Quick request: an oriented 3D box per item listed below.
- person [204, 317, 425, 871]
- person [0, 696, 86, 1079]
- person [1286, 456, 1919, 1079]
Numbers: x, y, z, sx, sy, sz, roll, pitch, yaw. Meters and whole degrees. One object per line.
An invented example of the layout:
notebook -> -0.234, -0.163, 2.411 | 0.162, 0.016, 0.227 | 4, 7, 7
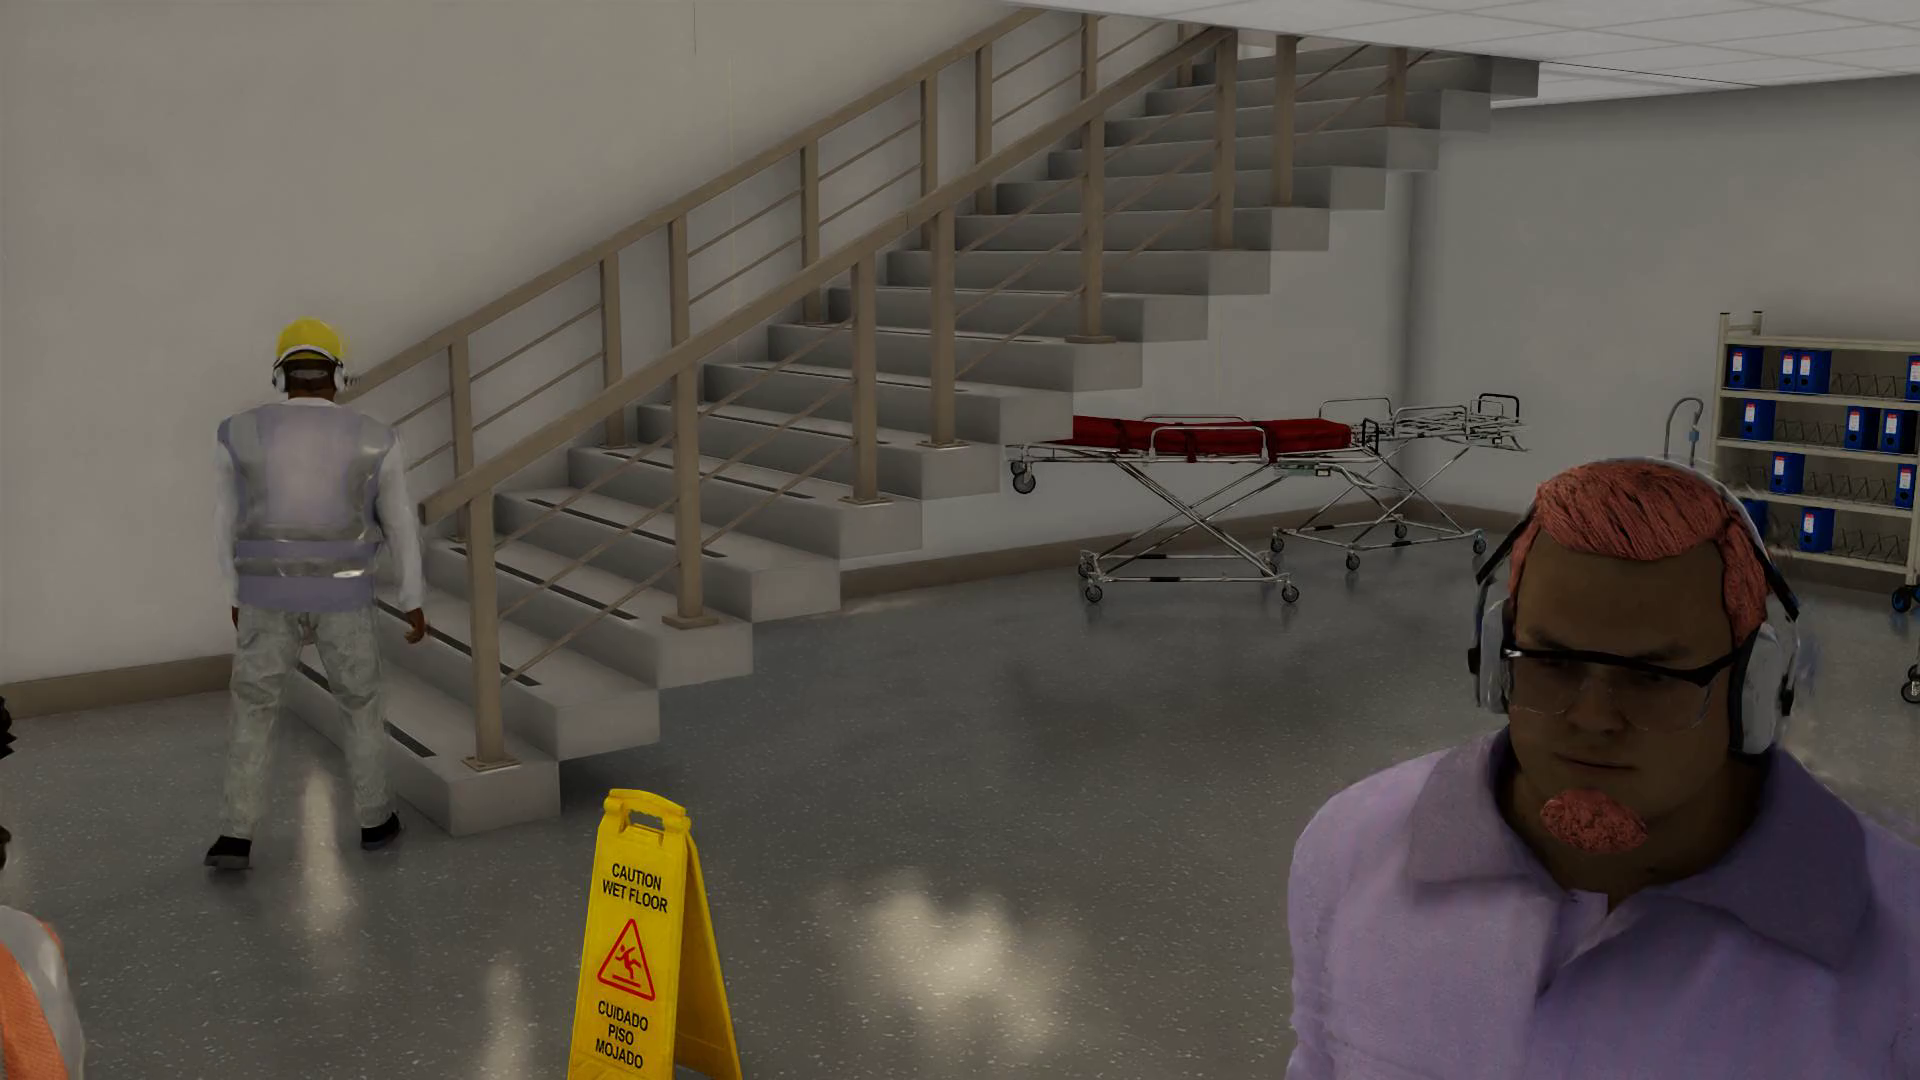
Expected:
person -> -2.162, 0.185, 5.473 | 0.760, 1.805, 0.543 | -4, 11, -20
person -> -0.967, 0.923, 1.533 | 0.322, 1.692, 0.533 | 1, 10, 6
person -> 0.590, 0.842, 1.491 | 0.656, 1.878, 0.891 | 8, 13, 38
